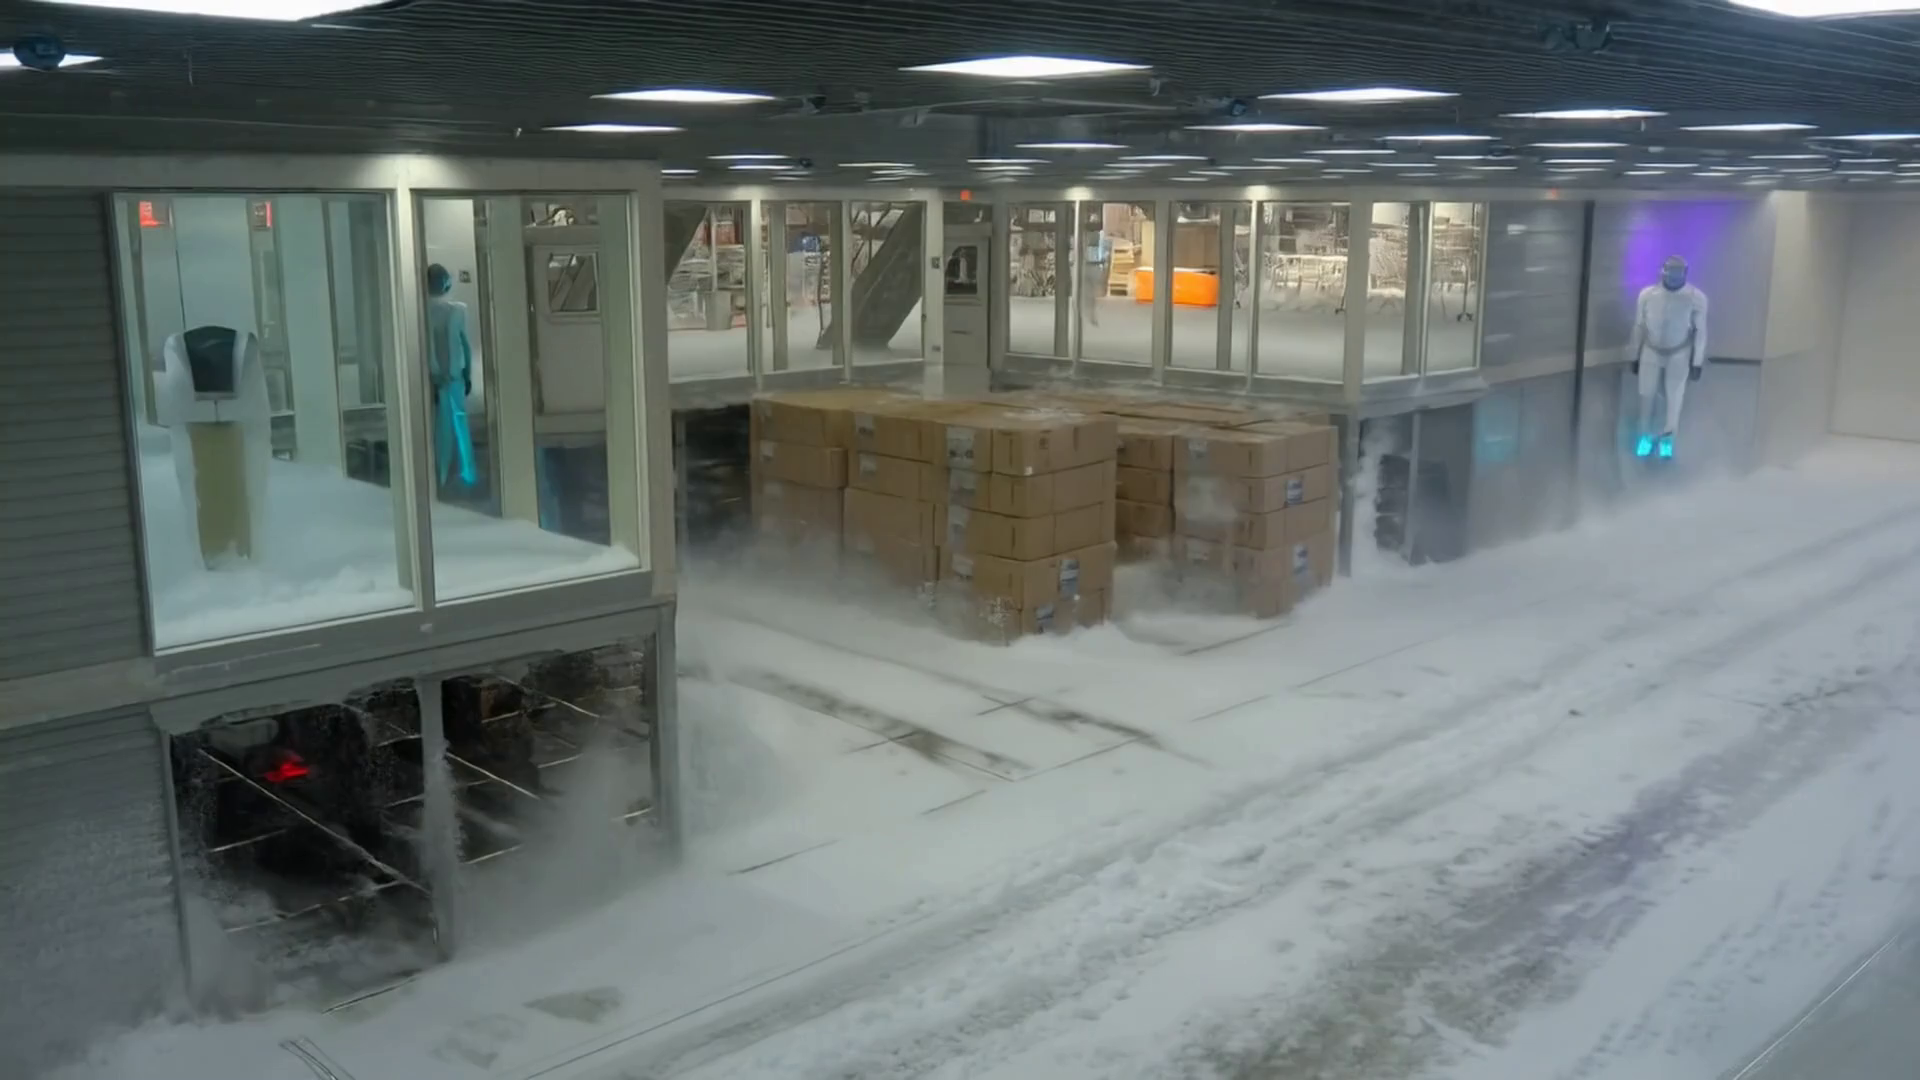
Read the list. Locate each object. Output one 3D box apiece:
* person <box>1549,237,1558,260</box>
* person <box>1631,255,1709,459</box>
[{"bbox_3d":[18.357,-8.796,51.124,0.638,1.880,0.790,-9,14,-38],"label":"person"},{"bbox_3d":[6.534,-1.675,15.383,0.669,1.884,0.658,6,13,28],"label":"person"}]
